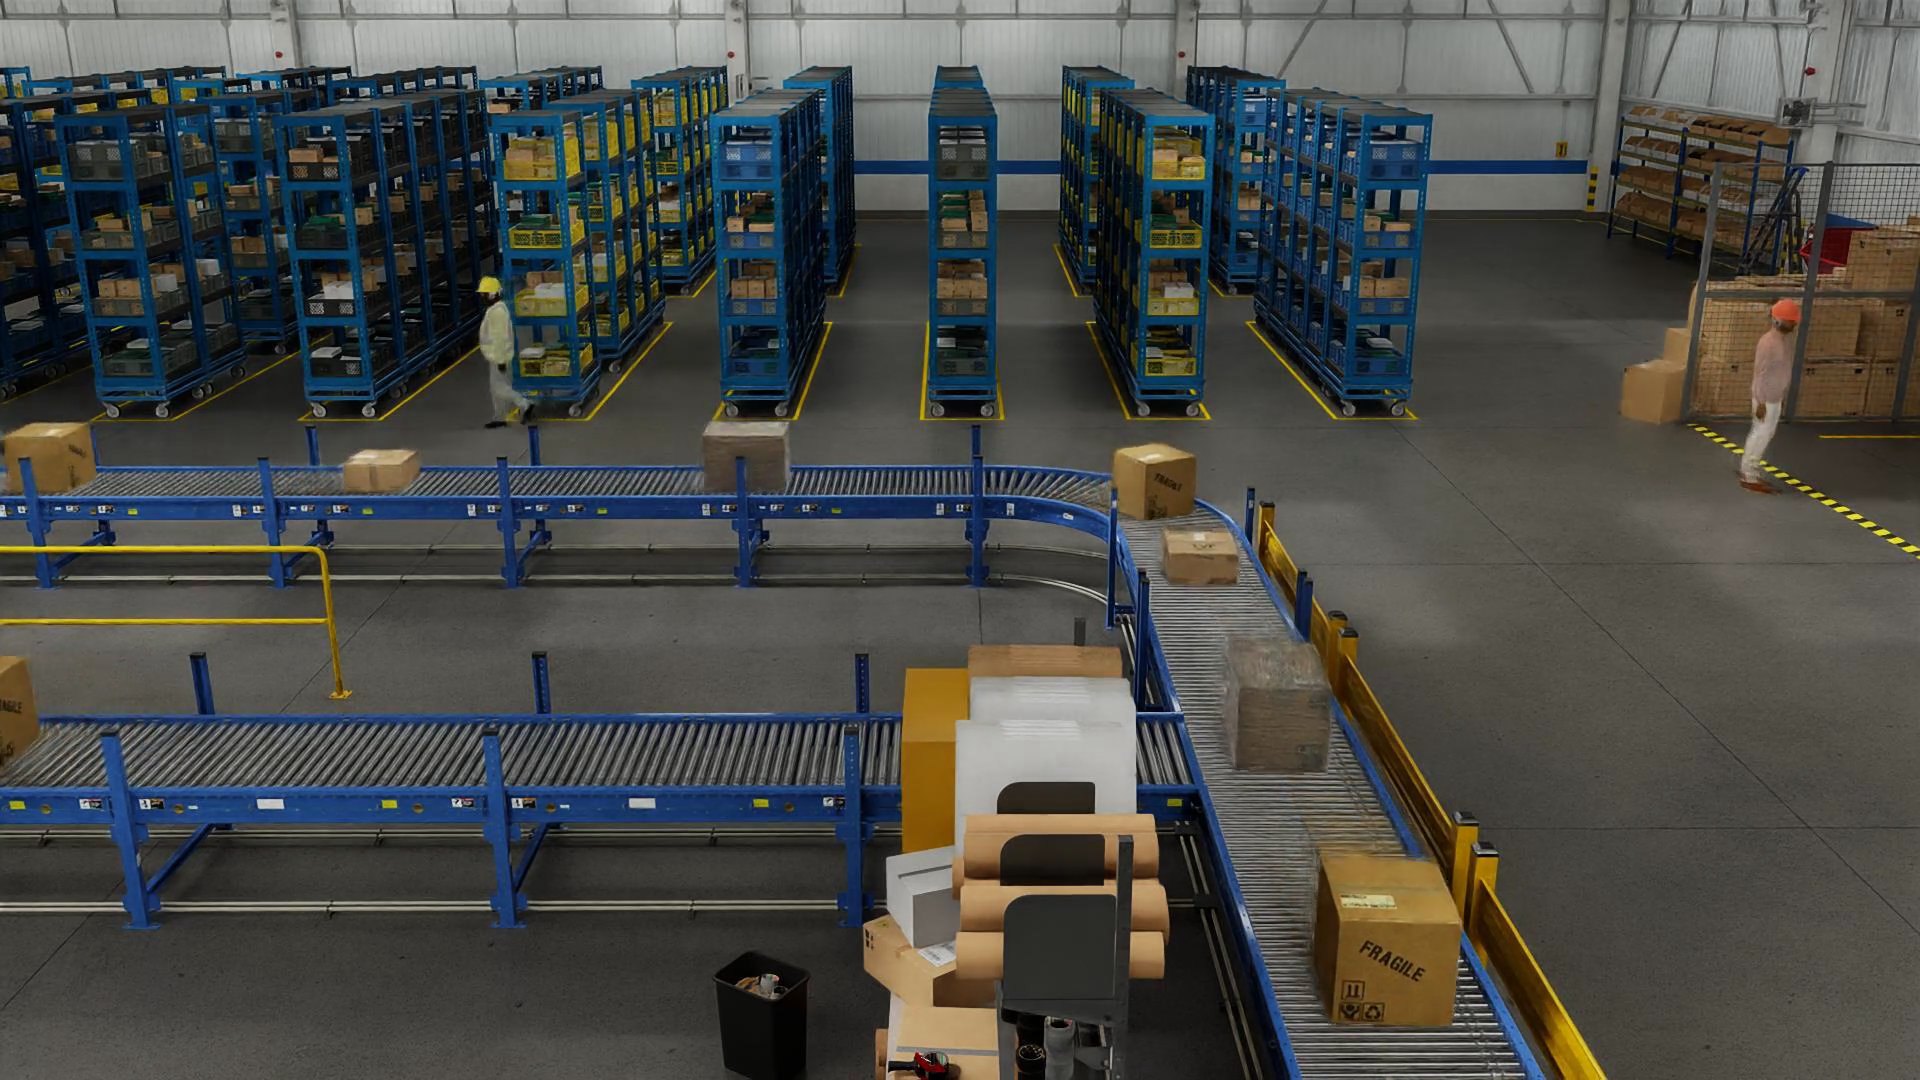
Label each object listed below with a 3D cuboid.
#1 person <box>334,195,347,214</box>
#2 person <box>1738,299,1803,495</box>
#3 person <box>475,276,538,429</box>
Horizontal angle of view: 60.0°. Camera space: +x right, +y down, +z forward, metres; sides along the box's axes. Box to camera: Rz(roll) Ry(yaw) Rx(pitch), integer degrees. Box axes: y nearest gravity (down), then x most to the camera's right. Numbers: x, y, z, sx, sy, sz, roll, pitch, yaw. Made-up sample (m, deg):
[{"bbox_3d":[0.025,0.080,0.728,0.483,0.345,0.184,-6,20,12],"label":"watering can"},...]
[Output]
[{"bbox_3d":[-12.906,-7.076,34.516,0.833,1.795,0.618,-9,20,-26],"label":"person"},{"bbox_3d":[8.254,-1.464,16.933,0.396,1.994,0.623,17,25,42],"label":"person"},{"bbox_3d":[-5.322,-2.175,19.396,0.542,1.821,0.594,-5,19,-16],"label":"person"}]
